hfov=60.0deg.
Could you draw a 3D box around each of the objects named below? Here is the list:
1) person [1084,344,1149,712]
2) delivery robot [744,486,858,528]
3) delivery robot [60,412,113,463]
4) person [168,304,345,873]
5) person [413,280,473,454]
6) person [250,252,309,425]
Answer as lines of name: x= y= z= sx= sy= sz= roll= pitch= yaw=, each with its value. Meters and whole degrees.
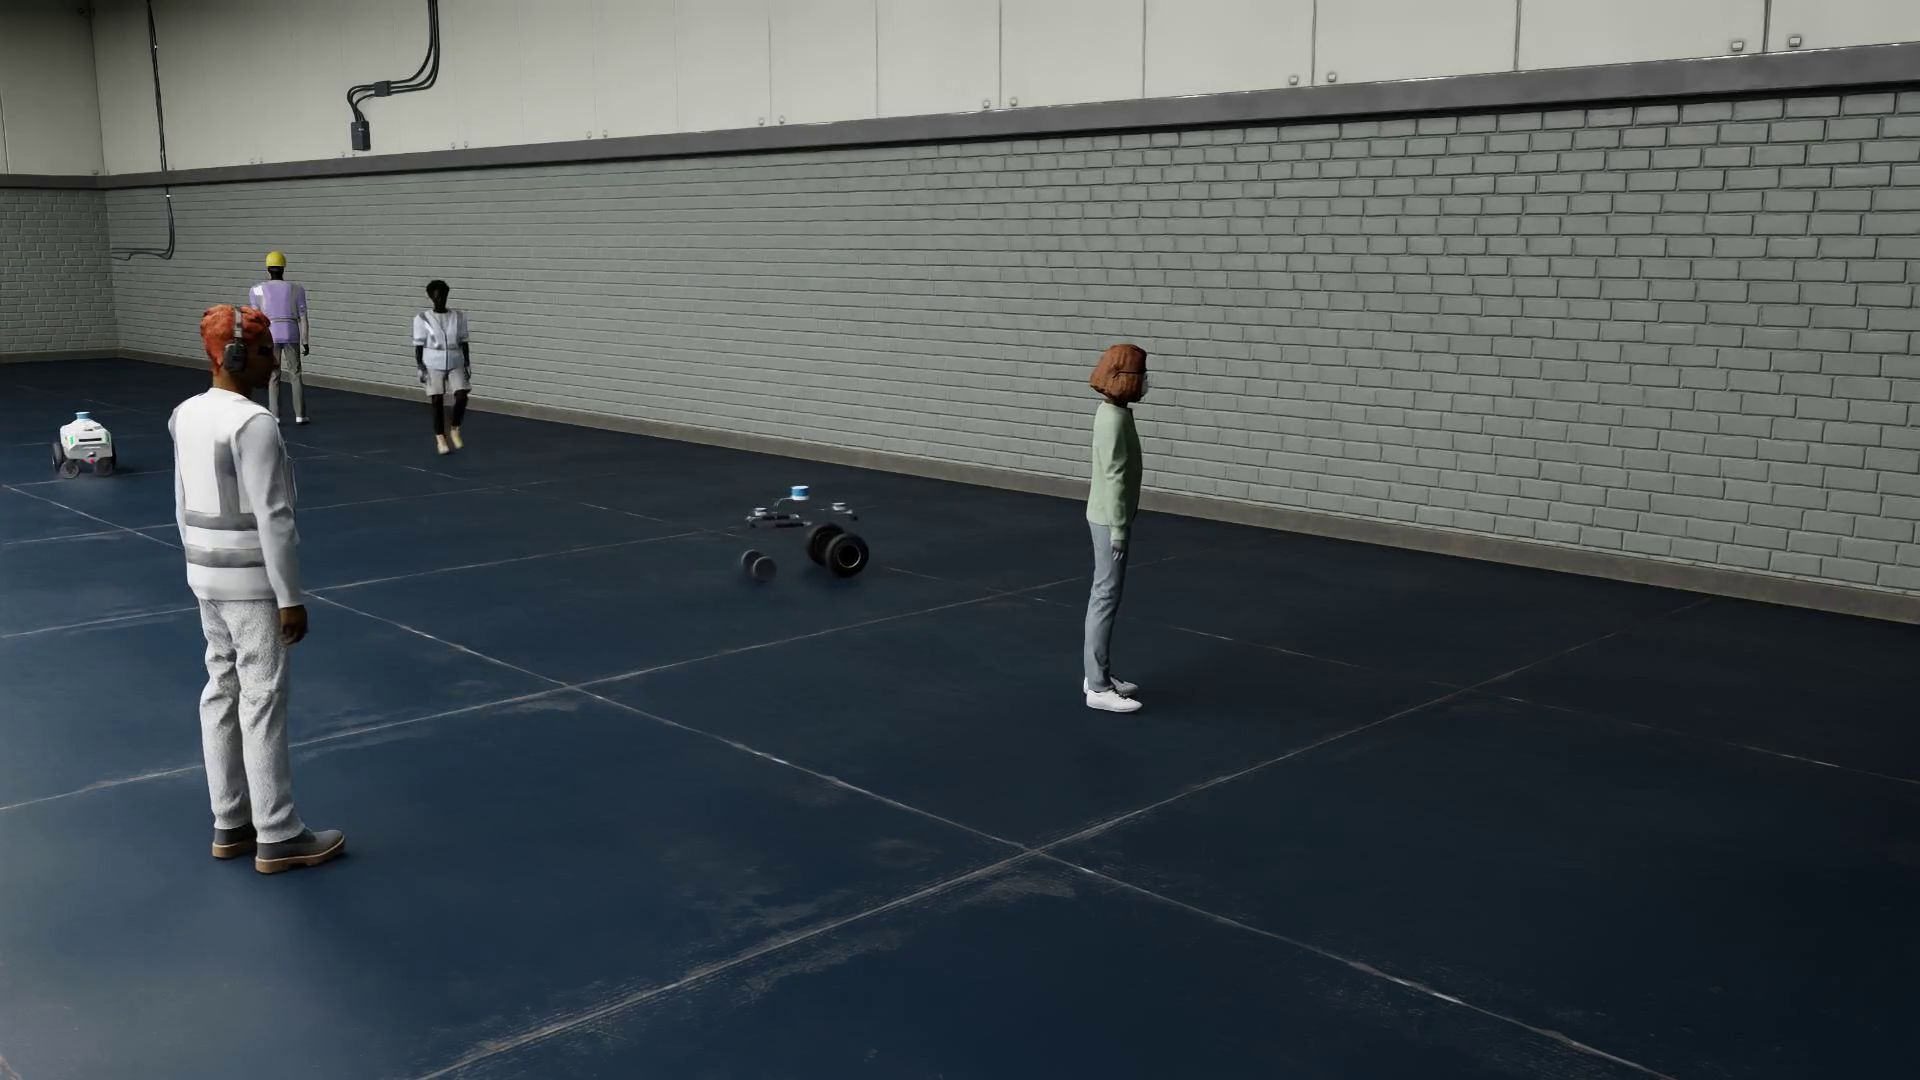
person: x=0.702 y=-0.064 z=7.488 sx=0.269 sy=1.632 sz=0.505 roll=1 pitch=10 yaw=4
delivery robot: x=-1.000 y=-0.223 z=10.448 sx=0.698 sy=0.223 sz=0.335 roll=-4 pitch=11 yaw=-22
delivery robot: x=-7.809 y=-0.900 z=14.851 sx=0.477 sy=0.478 sz=0.707 roll=-7 pitch=13 yaw=-33
person: x=-2.391 y=0.159 z=5.584 sx=0.573 sy=1.885 sz=0.357 roll=8 pitch=13 yaw=38
person: x=-5.006 y=-1.672 z=16.104 sx=0.547 sy=1.678 sz=0.392 roll=-6 pitch=12 yaw=-30
person: x=-7.599 y=-2.253 z=18.623 sx=0.588 sy=1.927 sz=0.365 roll=-4 pitch=11 yaw=-21
